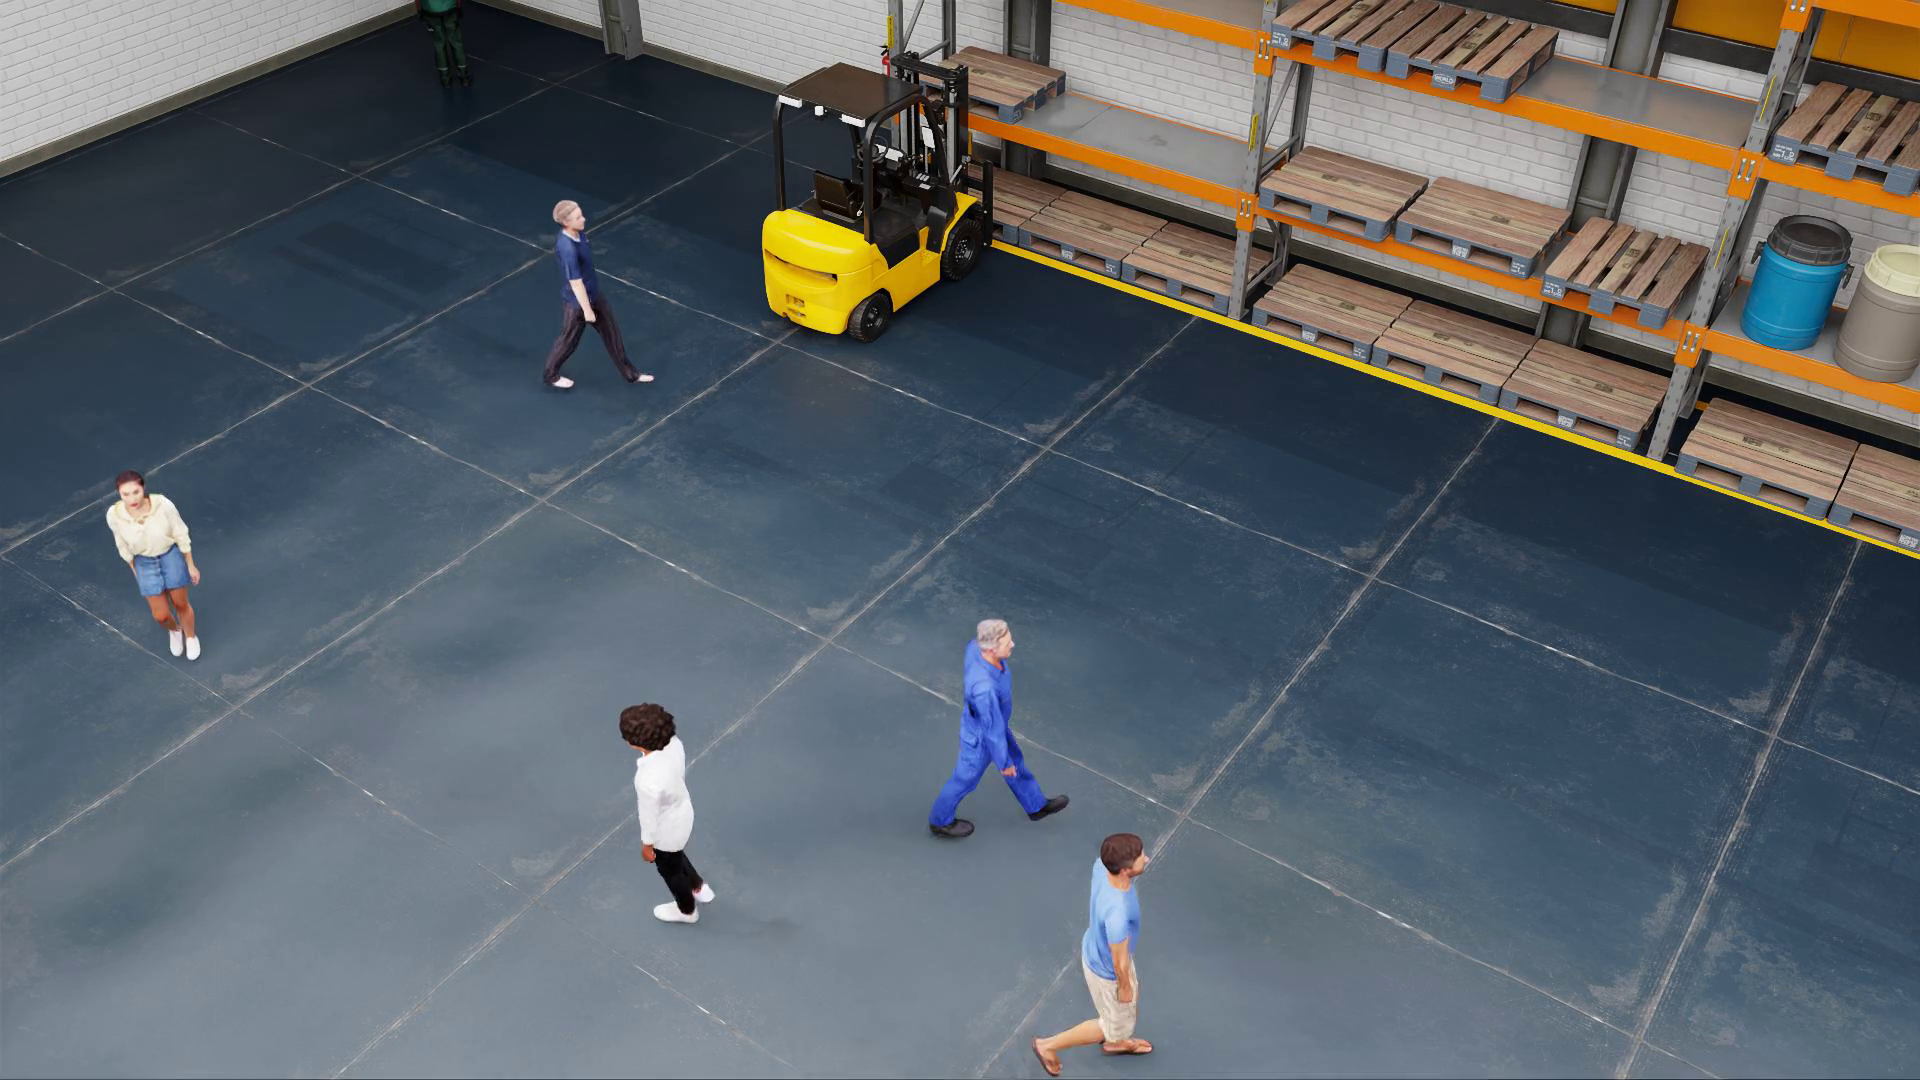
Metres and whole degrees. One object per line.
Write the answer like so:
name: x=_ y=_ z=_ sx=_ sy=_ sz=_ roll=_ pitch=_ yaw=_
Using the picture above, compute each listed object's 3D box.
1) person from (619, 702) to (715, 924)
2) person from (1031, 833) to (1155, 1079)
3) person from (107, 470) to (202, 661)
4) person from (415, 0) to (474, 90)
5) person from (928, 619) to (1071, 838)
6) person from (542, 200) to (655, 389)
person: x=-1.649 y=1.640 z=9.771 sx=0.800 sy=1.796 sz=0.778 roll=6 pitch=39 yaw=7
person: x=0.731 y=2.263 z=8.946 sx=1.071 sy=1.852 sz=0.963 roll=-1 pitch=39 yaw=-1
person: x=-5.657 y=0.142 z=11.790 sx=0.745 sy=1.619 sz=0.768 roll=-14 pitch=41 yaw=-17
person: x=-6.132 y=-6.250 z=19.618 sx=0.773 sy=1.838 sz=0.818 roll=-9 pitch=39 yaw=-11
person: x=0.060 y=1.203 z=10.327 sx=1.296 sy=1.786 sz=1.138 roll=2 pitch=39 yaw=2
person: x=-3.362 y=-2.064 z=14.392 sx=1.310 sy=1.819 sz=1.102 roll=2 pitch=39 yaw=2
